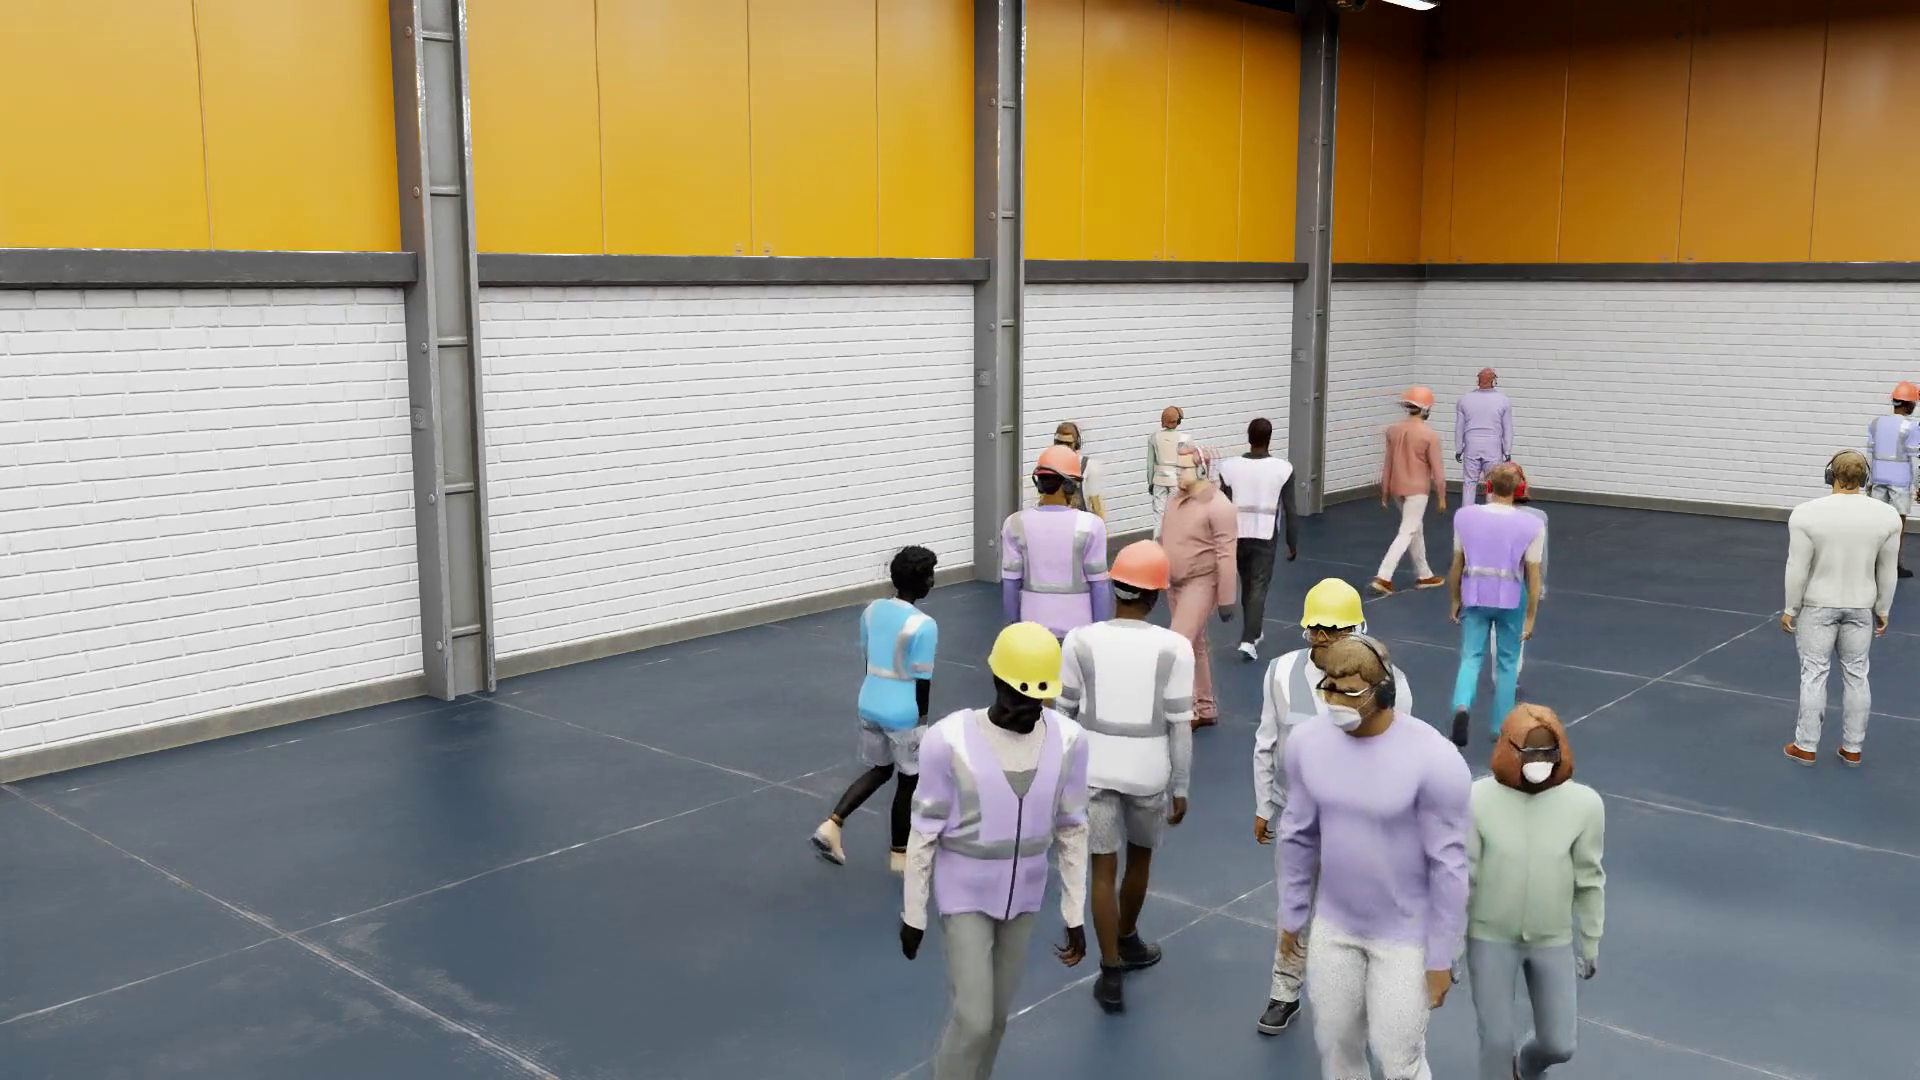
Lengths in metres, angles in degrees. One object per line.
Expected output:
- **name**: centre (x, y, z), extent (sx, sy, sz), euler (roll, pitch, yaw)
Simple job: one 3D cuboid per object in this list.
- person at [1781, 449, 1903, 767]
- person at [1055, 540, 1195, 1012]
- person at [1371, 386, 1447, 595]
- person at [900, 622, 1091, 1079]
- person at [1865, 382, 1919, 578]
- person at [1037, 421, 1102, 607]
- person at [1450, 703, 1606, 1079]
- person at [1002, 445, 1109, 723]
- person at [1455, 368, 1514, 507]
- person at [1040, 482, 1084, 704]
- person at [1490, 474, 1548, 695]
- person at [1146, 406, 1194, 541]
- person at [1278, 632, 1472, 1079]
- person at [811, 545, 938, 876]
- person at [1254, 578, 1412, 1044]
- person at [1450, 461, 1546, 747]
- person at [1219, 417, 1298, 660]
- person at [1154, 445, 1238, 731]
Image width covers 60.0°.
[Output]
- **person**: centre (5.307, 0.416, 10.066), extent (0.636, 1.939, 0.364), euler (1, 9, 8)
- **person**: centre (0.660, 0.942, 6.850), extent (0.600, 1.902, 0.641), euler (1, 9, 8)
- **person**: centre (4.217, -0.461, 15.558), extent (1.009, 1.951, 0.637), euler (-5, 10, -30)
- **person**: centre (0.135, 1.184, 5.421), extent (0.624, 1.888, 0.562), euler (-5, 10, -27)
- **person**: centre (9.228, -0.587, 16.413), extent (0.401, 1.924, 0.581), euler (-4, 10, -23)
- **person**: centre (0.856, -0.036, 13.250), extent (0.532, 1.829, 0.404), euler (5, 10, 28)
- **person**: centre (1.838, 1.308, 5.469), extent (0.513, 1.619, 0.521), euler (1, 9, 7)
- **person**: centre (0.543, 0.487, 9.323), extent (0.605, 2.035, 0.392), euler (3, 9, 17)
- **person**: centre (6.113, -1.055, 19.409), extent (0.655, 1.904, 0.407), euler (5, 10, 27)
- **person**: centre (0.625, 0.380, 10.940), extent (0.490, 1.723, 0.483), euler (4, 10, 25)
- **person**: centre (3.873, 0.293, 11.815), extent (0.523, 1.613, 0.556), euler (1, 9, 7)
- **person**: centre (2.166, -0.558, 17.112), extent (0.515, 1.642, 0.314), euler (5, 10, 27)
- **person**: centre (1.252, 1.212, 5.139), extent (0.422, 1.918, 0.647), euler (-8, 12, -41)
- **person**: centre (-0.373, 0.860, 8.126), extent (0.549, 1.674, 0.539), euler (-7, 11, -37)
- **person**: centre (1.422, 1.047, 6.437), extent (0.602, 1.830, 0.404), euler (4, 10, 25)
- **person**: centre (3.342, 0.414, 10.424), extent (0.577, 1.830, 0.697), euler (5, 10, 29)
- **person**: centre (2.323, -0.024, 13.058), extent (0.606, 1.874, 0.991), euler (4, 10, 21)
- **person**: centre (1.417, 0.328, 10.773), extent (0.642, 1.888, 0.650), euler (-3, 10, -20)
